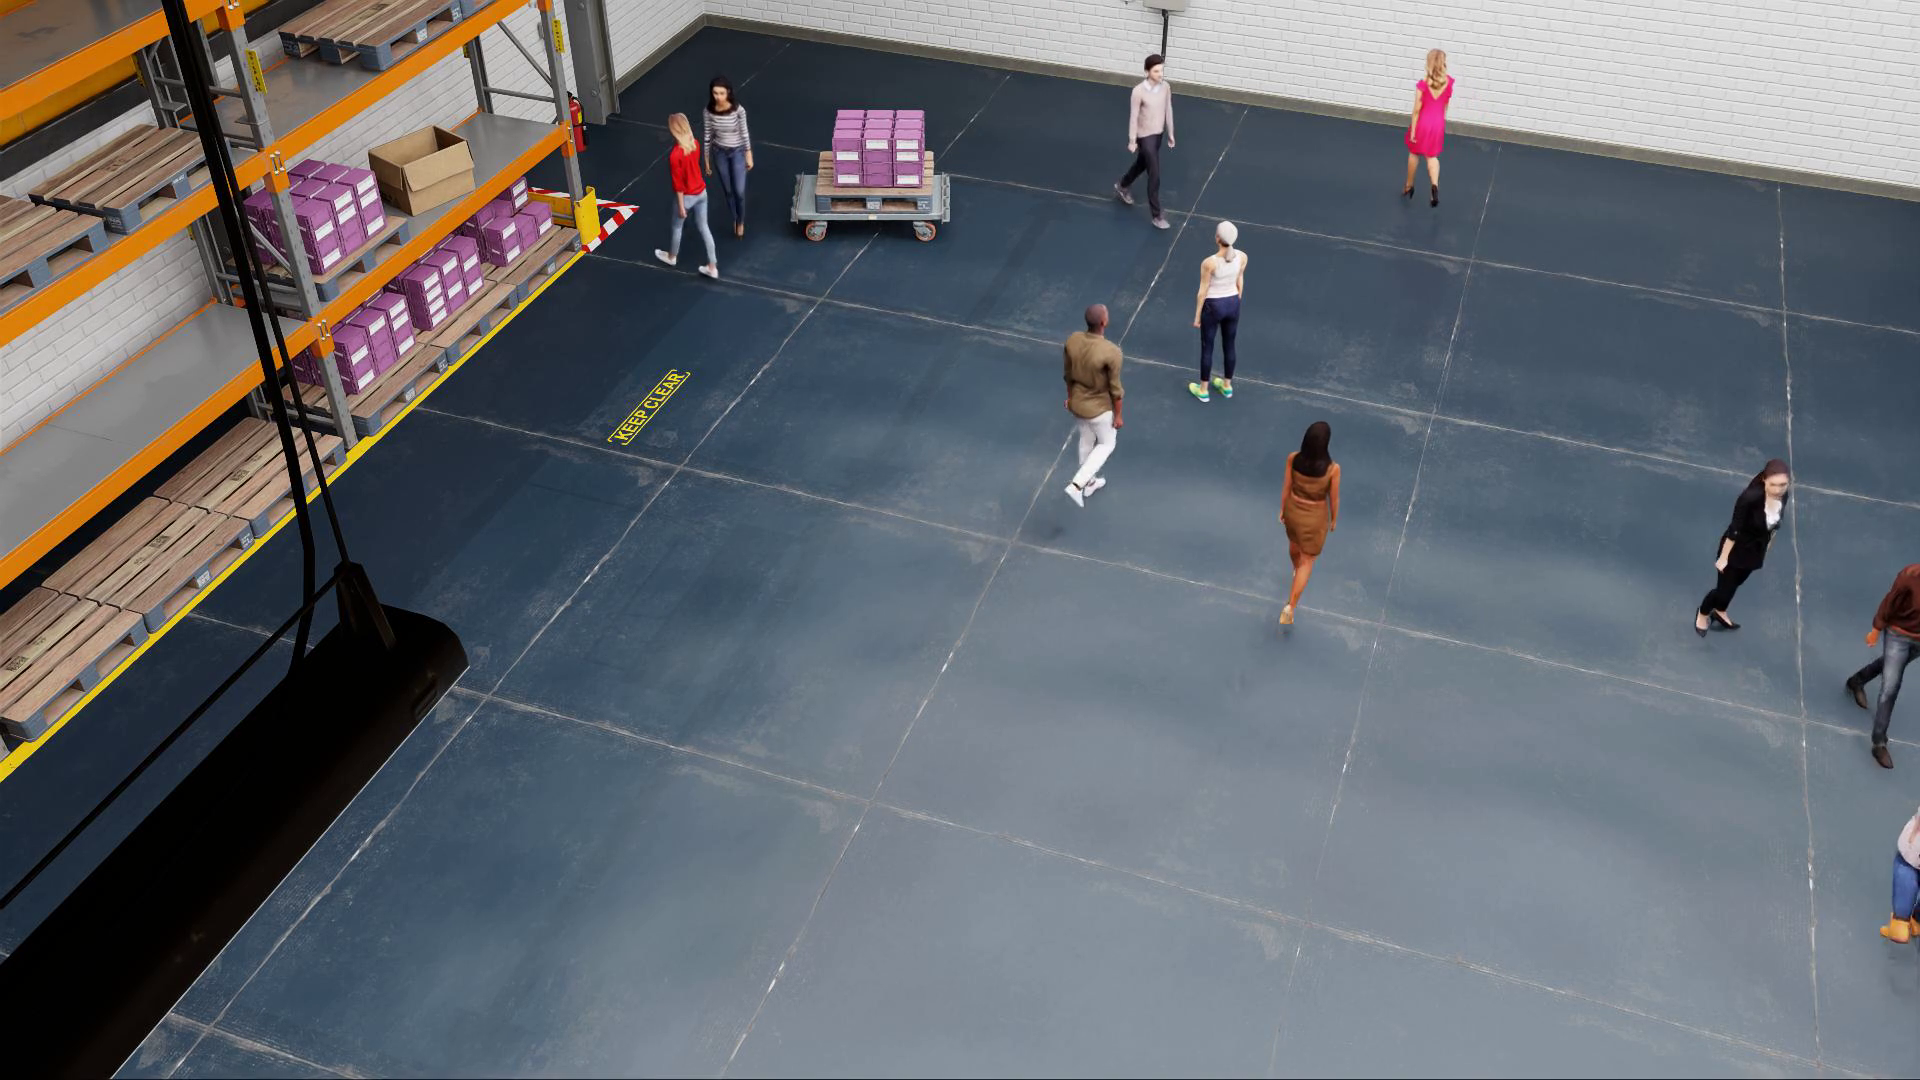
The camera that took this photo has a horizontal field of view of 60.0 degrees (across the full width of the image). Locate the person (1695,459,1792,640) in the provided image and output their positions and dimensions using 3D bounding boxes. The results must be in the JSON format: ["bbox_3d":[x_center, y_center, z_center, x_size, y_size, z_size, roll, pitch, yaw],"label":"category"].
[{"bbox_3d":[5.644,0.059,12.071,0.760,1.648,0.821,-25,45,-28],"label":"person"}]

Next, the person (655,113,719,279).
[{"bbox_3d":[-2.581,-3.328,16.291,0.829,1.675,0.969,21,43,24],"label":"person"}]

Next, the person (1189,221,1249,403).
[{"bbox_3d":[2.294,-2.003,14.612,0.682,1.699,0.721,-12,40,-15],"label":"person"}]

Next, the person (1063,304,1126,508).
[{"bbox_3d":[1.022,-1.031,13.306,0.903,1.811,0.987,30,47,32],"label":"person"}]

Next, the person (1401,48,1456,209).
[{"bbox_3d":[4.951,-4.288,17.471,0.832,1.702,1.021,-5,39,-6],"label":"person"}]

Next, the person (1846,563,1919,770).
[{"bbox_3d":[6.428,0.605,11.319,0.921,1.733,1.231,0,39,0],"label":"person"}]

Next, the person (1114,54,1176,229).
[{"bbox_3d":[1.931,-4.214,17.325,1.201,1.768,1.140,-24,45,-27],"label":"person"}]

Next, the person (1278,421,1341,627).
[{"bbox_3d":[2.538,-0.106,12.271,0.679,1.657,1.078,20,43,23],"label":"person"}]

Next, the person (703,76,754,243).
[{"bbox_3d":[-2.327,-3.898,16.926,0.723,1.773,0.751,1,39,2],"label":"person"}]
